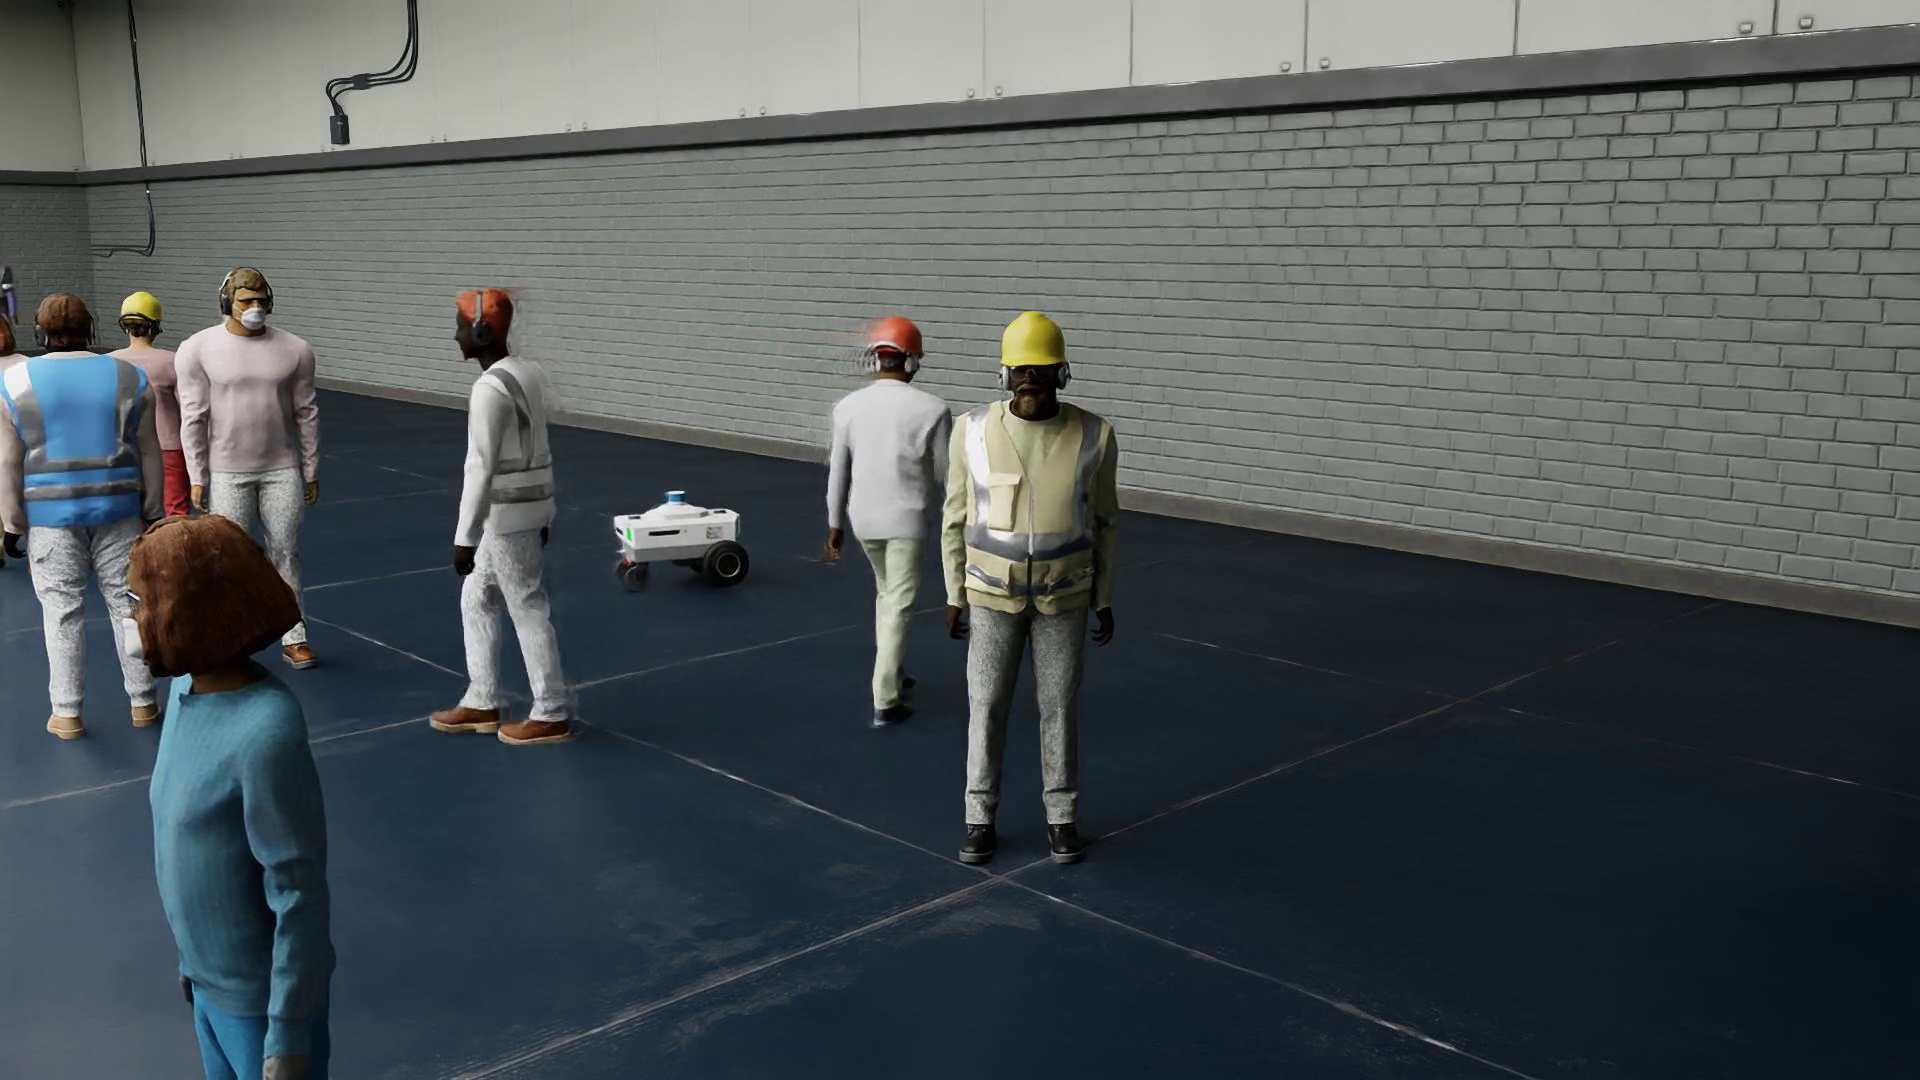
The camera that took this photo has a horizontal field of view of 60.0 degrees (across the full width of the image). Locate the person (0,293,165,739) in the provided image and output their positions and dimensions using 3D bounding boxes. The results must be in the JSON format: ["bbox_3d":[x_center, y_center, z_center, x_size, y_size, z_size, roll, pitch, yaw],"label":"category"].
[{"bbox_3d":[-3.650,-0.098,6.926,0.635,1.840,0.429,-7,13,-35],"label":"person"}]

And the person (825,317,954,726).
[{"bbox_3d":[-0.236,-0.098,7.231,0.585,1.720,0.730,6,12,30],"label":"person"}]

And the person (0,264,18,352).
[{"bbox_3d":[-13.615,-3.211,23.390,0.637,2.025,0.490,-3,11,-18],"label":"person"}]

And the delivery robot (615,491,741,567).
[{"bbox_3d":[-1.682,-0.048,9.906,0.707,0.478,0.477,-5,11,-23],"label":"delivery robot"}]

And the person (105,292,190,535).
[{"bbox_3d":[-4.500,-0.489,9.260,0.529,1.767,0.329,-2,11,-13],"label":"person"}]

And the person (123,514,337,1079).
[{"bbox_3d":[-1.203,0.761,2.805,0.269,1.632,0.504,-9,14,-39],"label":"person"}]

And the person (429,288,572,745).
[{"bbox_3d":[-1.945,-0.071,6.712,0.749,1.860,0.615,-1,10,-3],"label":"person"}]

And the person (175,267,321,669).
[{"bbox_3d":[-3.343,-0.320,7.896,0.625,1.933,0.375,-7,13,-35],"label":"person"}]

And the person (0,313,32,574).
[{"bbox_3d":[-5.864,-0.590,10.209,0.506,1.628,0.285,-1,10,-6],"label":"person"}]

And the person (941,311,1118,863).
[{"bbox_3d":[0.230,0.167,5.497,0.586,1.835,0.403,0,10,1],"label":"person"}]
